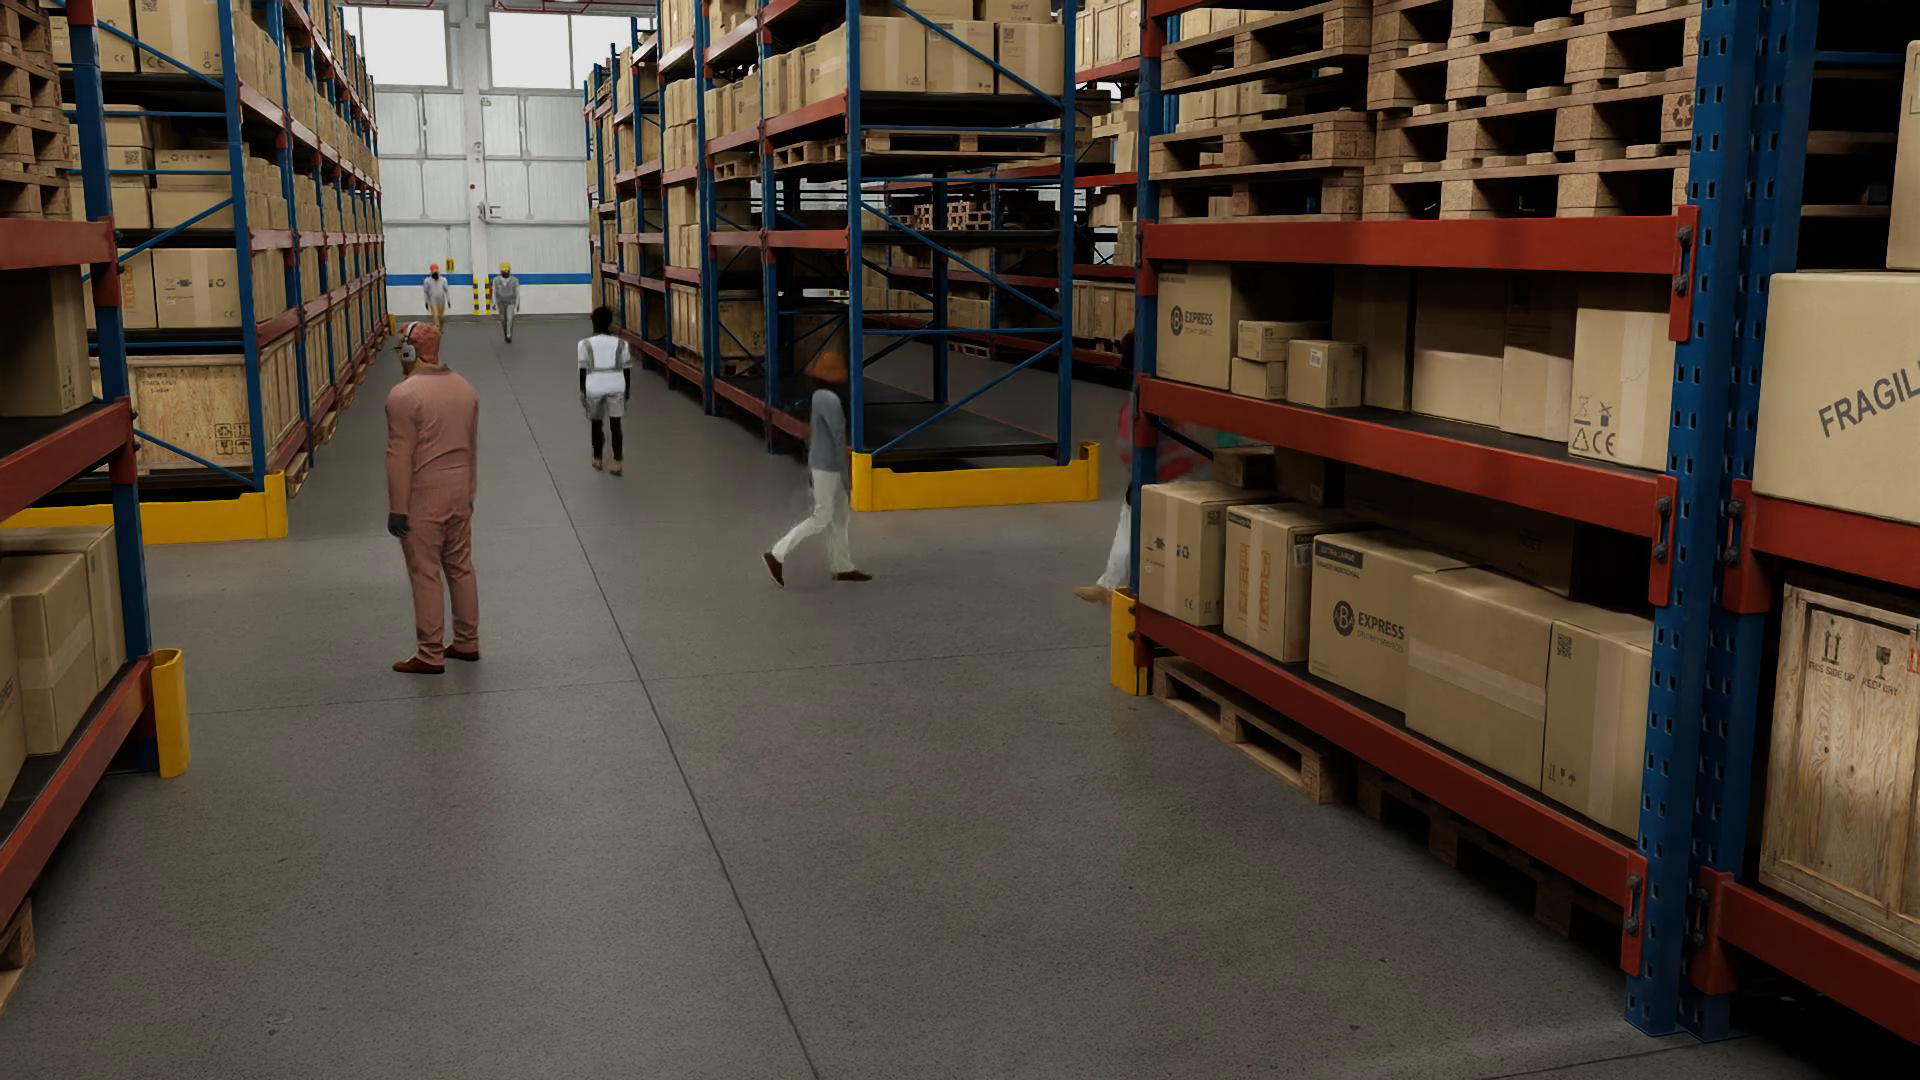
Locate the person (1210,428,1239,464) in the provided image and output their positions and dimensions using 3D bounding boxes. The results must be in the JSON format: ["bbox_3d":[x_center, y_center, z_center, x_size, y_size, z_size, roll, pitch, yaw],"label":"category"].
[{"bbox_3d":[2.718,-1.607,16.963,0.535,1.750,0.378,-5,12,-27],"label":"person"}]

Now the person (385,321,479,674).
[{"bbox_3d":[-2.881,-0.230,9.036,0.399,1.899,0.646,4,11,21],"label":"person"}]

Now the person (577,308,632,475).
[{"bbox_3d":[-3.527,-1.484,16.563,0.540,1.651,0.870,-4,11,-19],"label":"person"}]

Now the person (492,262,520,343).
[{"bbox_3d":[-10.095,-5.292,37.051,0.583,1.806,0.857,-1,10,-3],"label":"person"}]

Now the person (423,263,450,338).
[{"bbox_3d":[-12.264,-5.614,38.962,0.590,1.736,0.479,-5,12,-28],"label":"person"}]

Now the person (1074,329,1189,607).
[{"bbox_3d":[1.155,-0.420,10.360,0.889,1.792,0.655,0,10,0],"label":"person"}]

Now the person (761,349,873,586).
[{"bbox_3d":[-0.969,-0.476,11.165,0.721,1.607,0.496,-2,11,-12],"label":"person"}]
